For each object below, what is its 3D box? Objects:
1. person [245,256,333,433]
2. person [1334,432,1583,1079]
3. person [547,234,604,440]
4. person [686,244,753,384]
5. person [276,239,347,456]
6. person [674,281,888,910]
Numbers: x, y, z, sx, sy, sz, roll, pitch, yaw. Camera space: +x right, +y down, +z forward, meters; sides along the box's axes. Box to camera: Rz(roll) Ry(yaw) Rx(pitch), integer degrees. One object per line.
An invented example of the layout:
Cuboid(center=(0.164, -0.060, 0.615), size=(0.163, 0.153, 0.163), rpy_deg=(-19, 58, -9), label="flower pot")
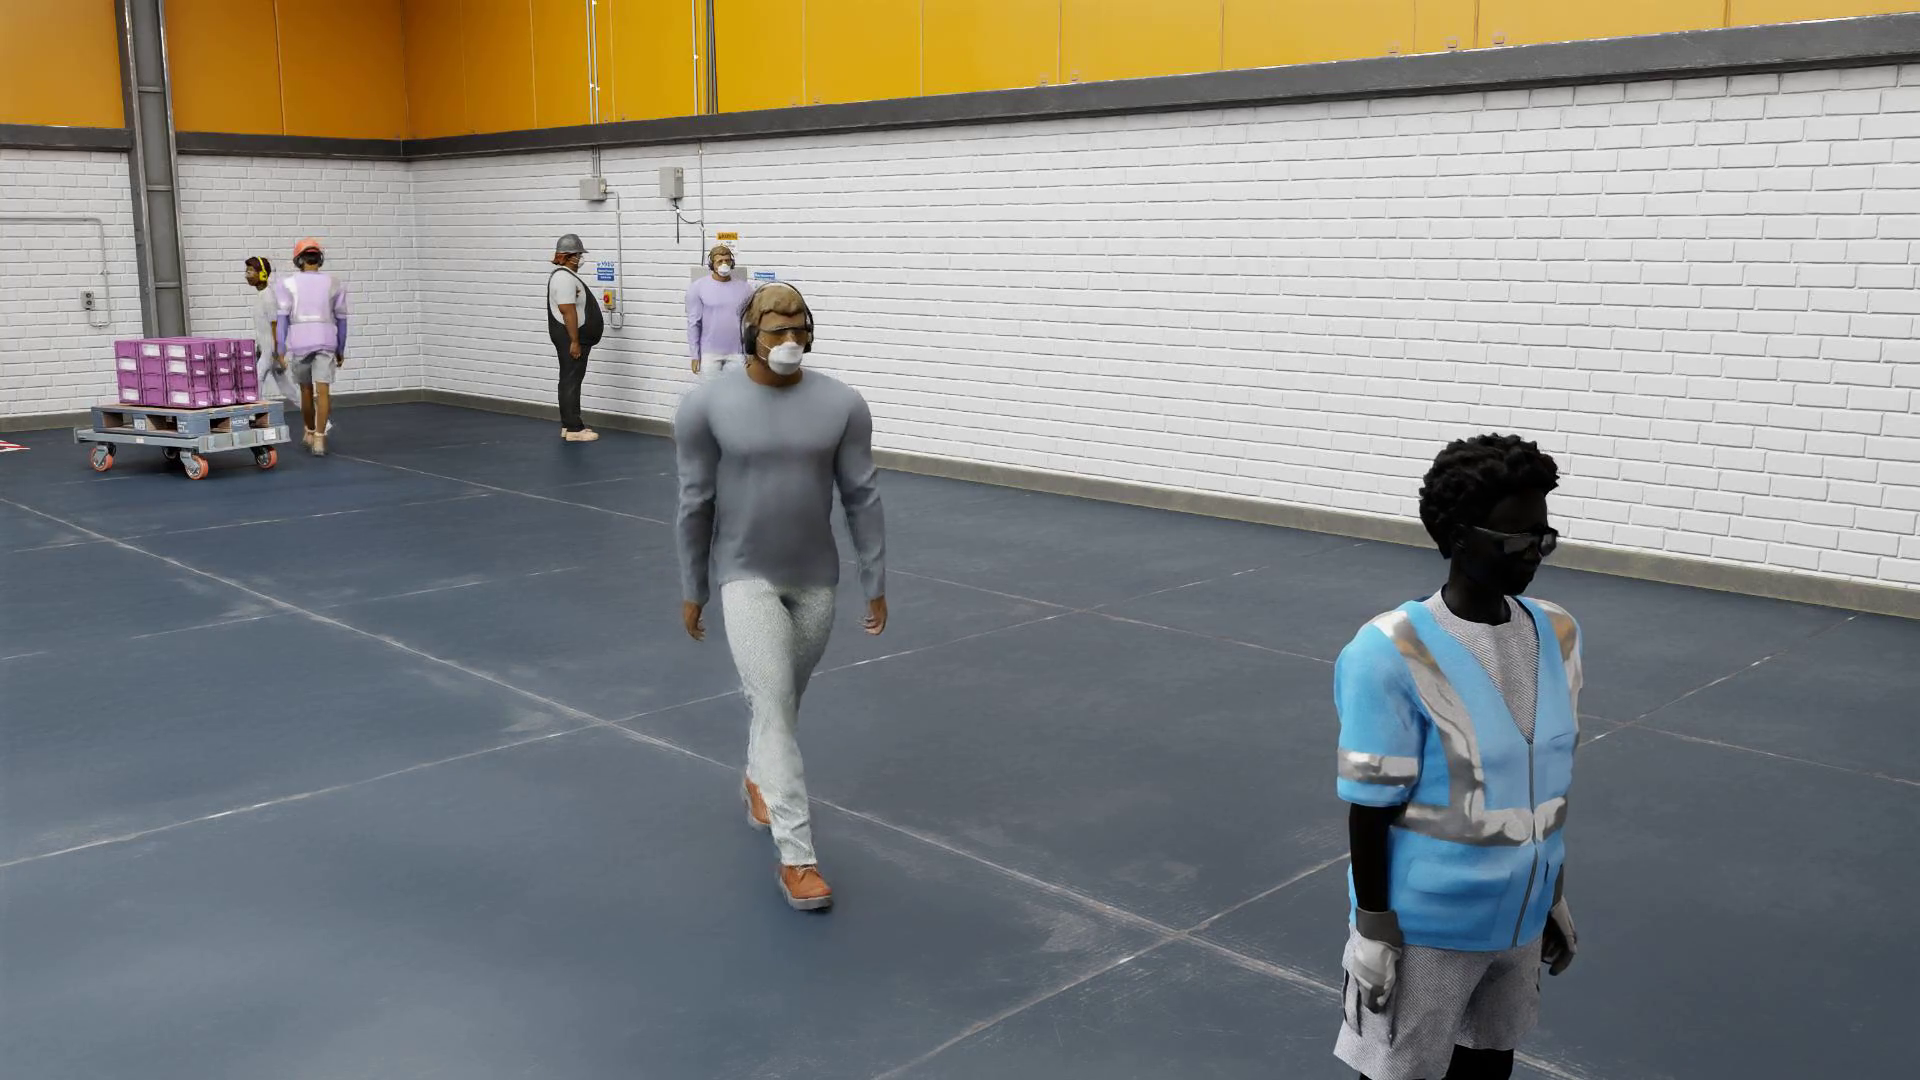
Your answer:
Cuboid(center=(-6.603, -1.819, 16.058), size=(0.946, 1.827, 0.534), rpy_deg=(-5, 11, -24), label="person")
Cuboid(center=(0.873, 0.654, 2.913), size=(0.534, 1.698, 0.318), rpy_deg=(-6, 12, -30), label="person")
Cuboid(center=(-3.809, -2.014, 16.525), size=(0.537, 2.000, 0.682), rpy_deg=(-4, 11, -18), label="person")
Cuboid(center=(-2.111, -1.639, 14.762), size=(0.627, 1.941, 0.372), rpy_deg=(-5, 12, -27), label="person")
Cuboid(center=(-6.034, -1.796, 15.498), size=(0.628, 1.973, 0.980), rpy_deg=(-4, 11, -23), label="person")
Cuboid(center=(-0.576, 0.122, 5.340), size=(0.649, 1.889, 1.038), rpy_deg=(-4, 11, -23), label="person")
